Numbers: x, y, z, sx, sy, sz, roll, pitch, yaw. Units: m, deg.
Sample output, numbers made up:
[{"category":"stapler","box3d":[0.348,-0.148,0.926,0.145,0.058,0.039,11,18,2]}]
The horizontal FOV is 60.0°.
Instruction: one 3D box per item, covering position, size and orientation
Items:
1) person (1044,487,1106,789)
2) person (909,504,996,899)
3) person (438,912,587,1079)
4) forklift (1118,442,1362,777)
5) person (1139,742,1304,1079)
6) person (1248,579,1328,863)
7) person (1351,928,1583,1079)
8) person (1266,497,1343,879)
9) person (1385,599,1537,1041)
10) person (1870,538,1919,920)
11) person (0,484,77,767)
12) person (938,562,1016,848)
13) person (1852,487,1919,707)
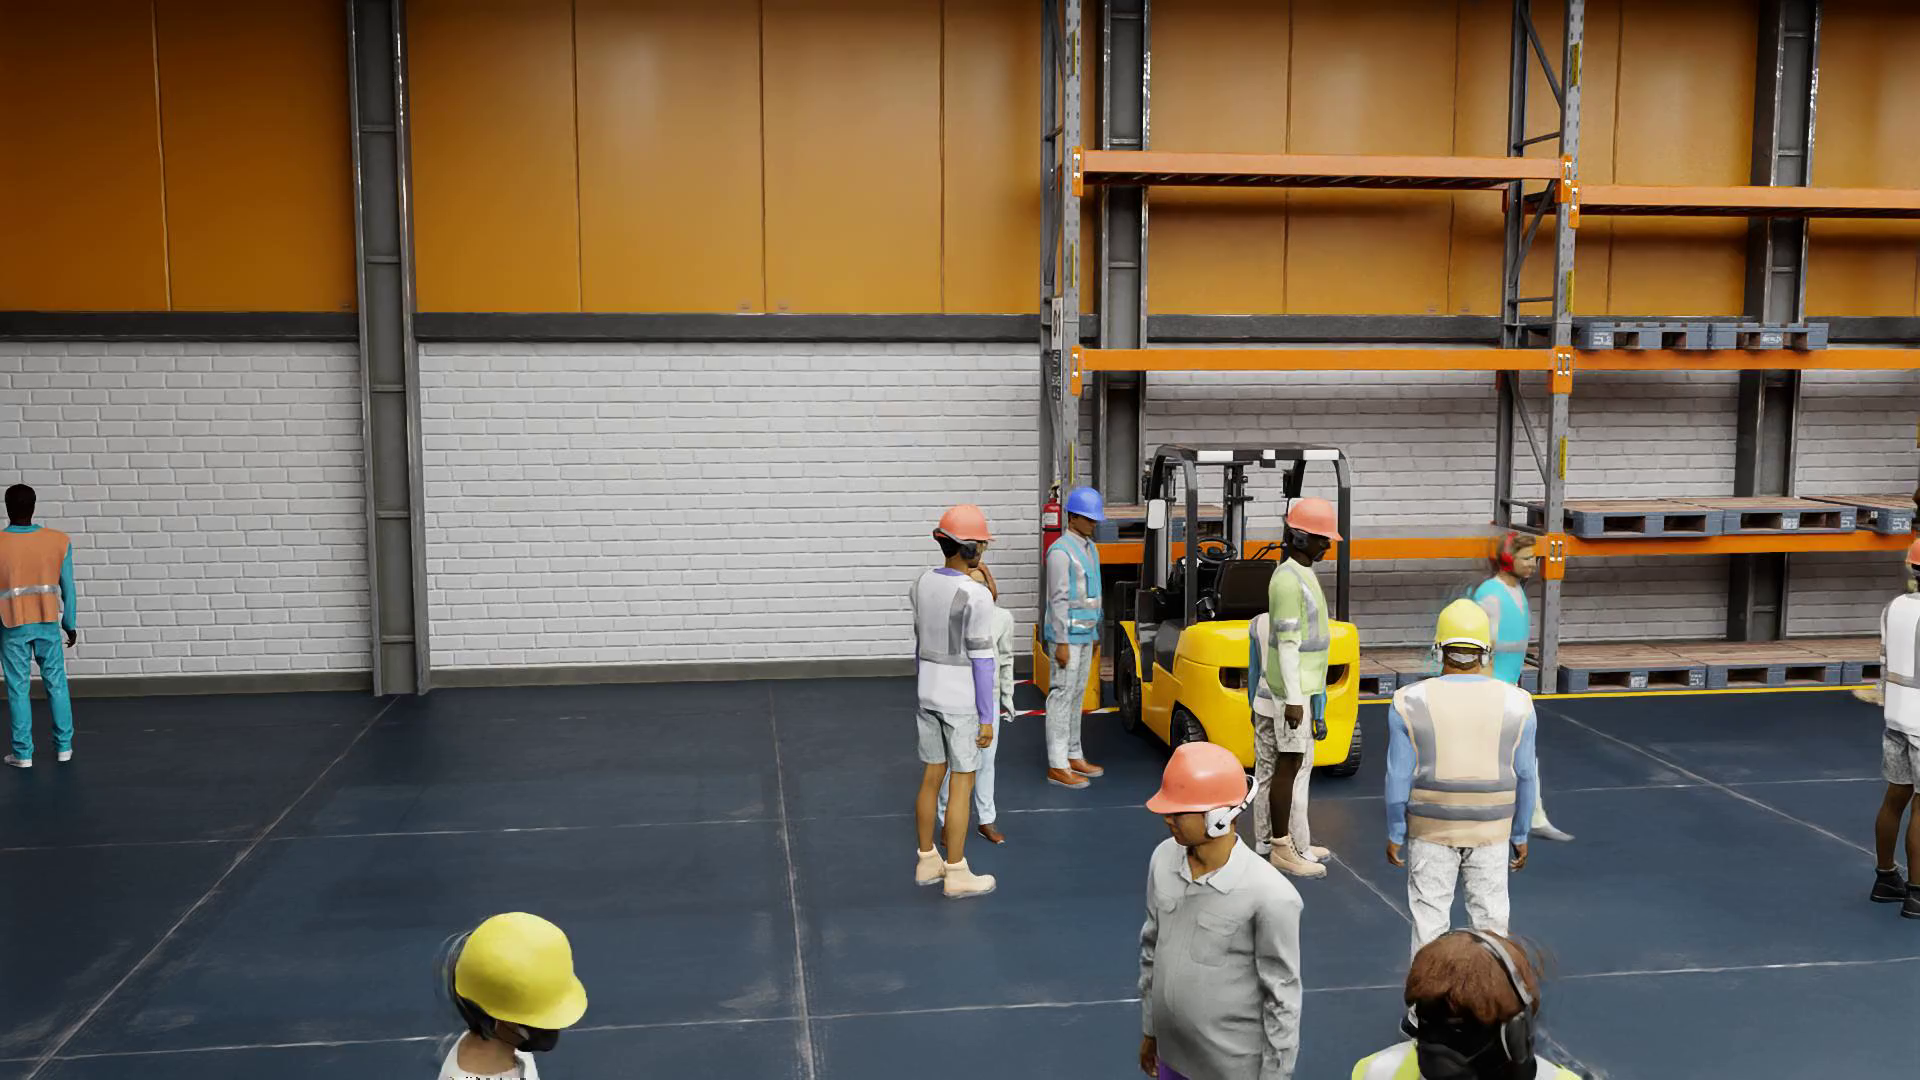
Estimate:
[{"category":"person","box3d":[0.756,0.621,10.830,0.412,1.937,0.605,3,7,25]},{"category":"person","box3d":[-0.010,0.828,8.637,0.411,2.035,0.601,-5,8,-40]},{"category":"person","box3d":[-0.962,1.569,3.375,0.458,1.731,0.604,-1,7,-10]},{"category":"forklift","box3d":[1.912,0.418,11.496,1.214,2.155,2.313,-1,7,-8]},{"category":"person","box3d":[0.688,1.419,4.651,0.339,1.747,0.568,-5,8,-35]},{"category":"person","box3d":[1.788,0.965,9.157,0.314,1.632,0.519,-5,9,-40]},{"category":"person","box3d":[0.966,1.577,3.034,0.634,1.812,0.807,6,9,42]},{"category":"person","box3d":[1.851,0.784,8.984,0.382,2.037,0.606,2,7,19]},{"category":"person","box3d":[1.998,1.147,6.679,0.586,1.833,0.403,1,7,6]},{"category":"person","box3d":[4.811,0.912,8.285,0.359,1.938,0.547,0,7,-2]},{"category":"person","box3d":[-6.311,0.579,11.286,0.597,1.916,0.372,-6,9,-44]},{"category":"person","box3d":[0.073,0.926,9.472,0.498,1.634,0.278,-2,7,-16]},{"category":"person","box3d":[7.385,0.467,12.796,0.872,1.795,0.620,2,7,17]}]
